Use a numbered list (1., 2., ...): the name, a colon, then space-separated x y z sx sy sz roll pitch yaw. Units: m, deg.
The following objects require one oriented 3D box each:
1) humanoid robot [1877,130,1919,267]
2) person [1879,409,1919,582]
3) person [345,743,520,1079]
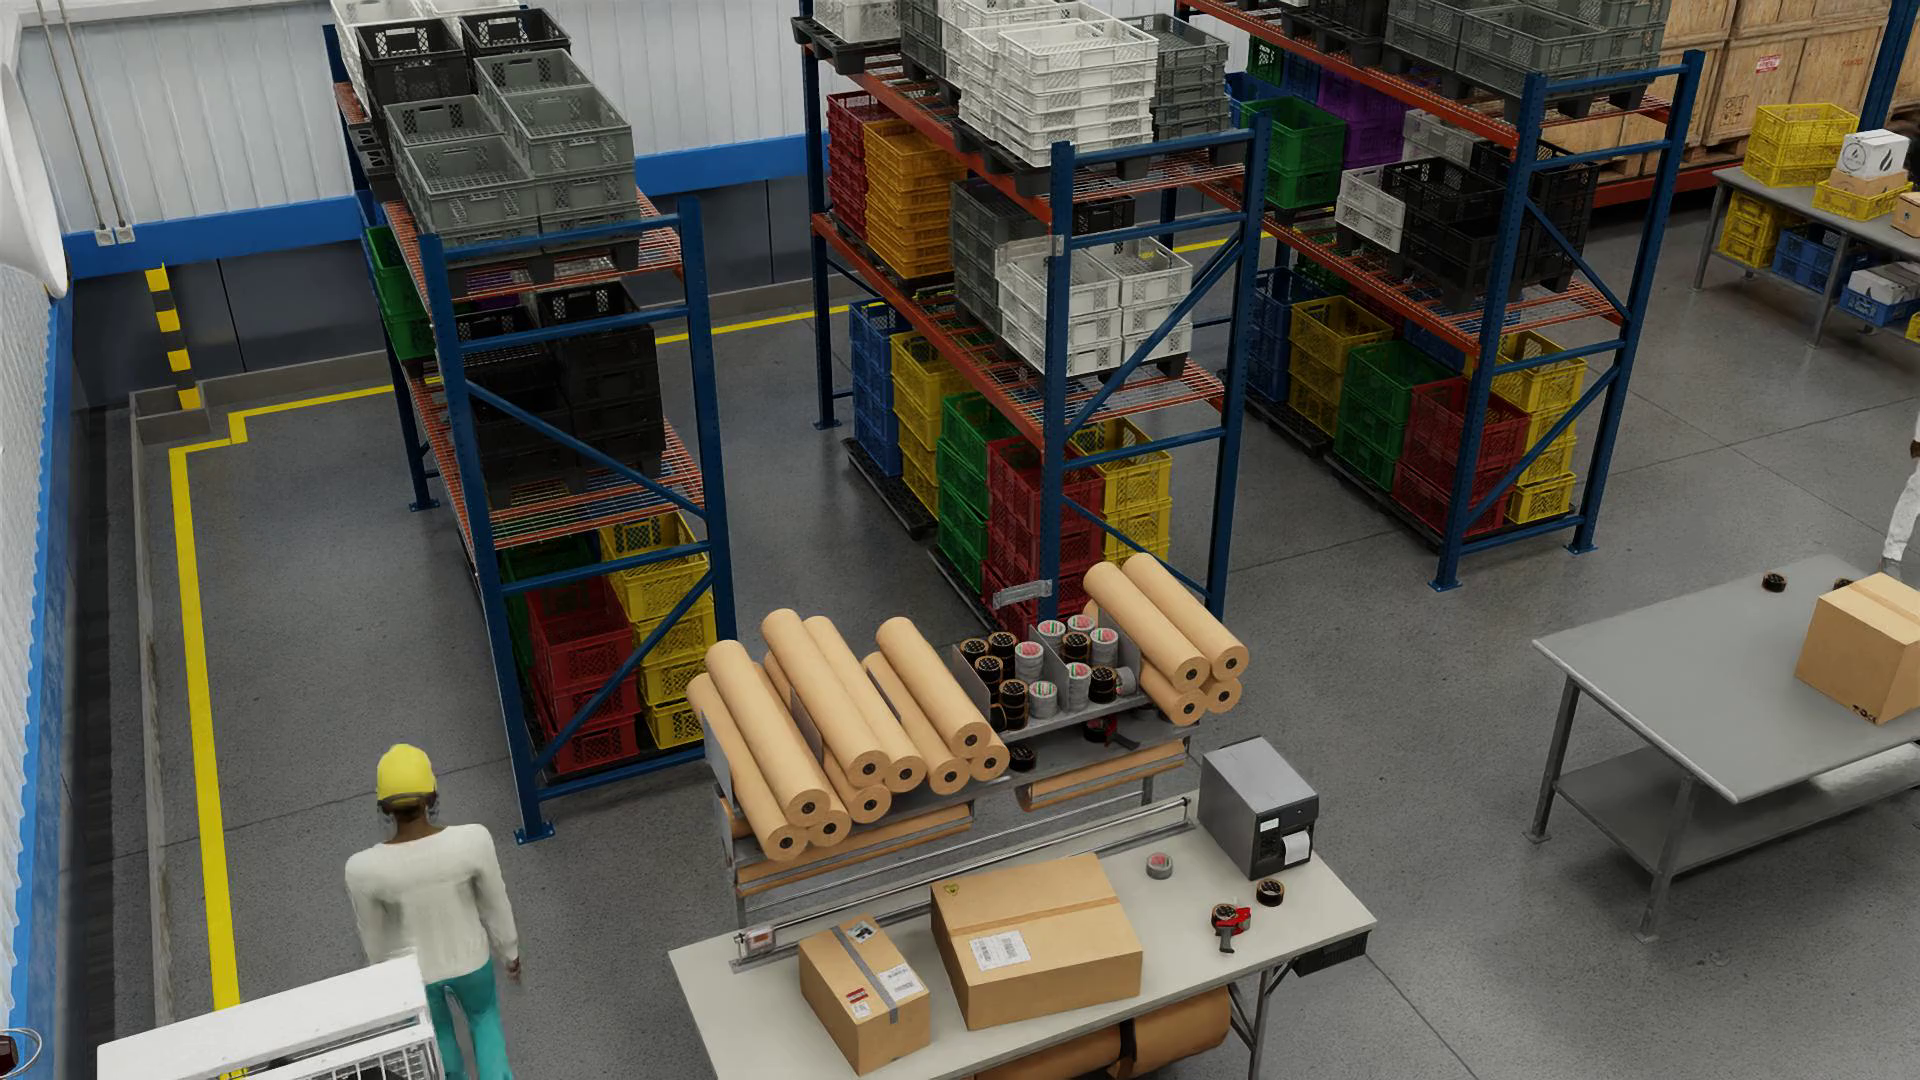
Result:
1. humanoid robot: 7.344 -2.626 12.886 0.574 1.646 0.452 -7 32 -11
2. person: 5.676 -0.580 9.374 0.574 1.882 0.361 5 32 8
3. person: -1.883 1.540 6.073 0.529 1.738 0.561 -13 34 -20
